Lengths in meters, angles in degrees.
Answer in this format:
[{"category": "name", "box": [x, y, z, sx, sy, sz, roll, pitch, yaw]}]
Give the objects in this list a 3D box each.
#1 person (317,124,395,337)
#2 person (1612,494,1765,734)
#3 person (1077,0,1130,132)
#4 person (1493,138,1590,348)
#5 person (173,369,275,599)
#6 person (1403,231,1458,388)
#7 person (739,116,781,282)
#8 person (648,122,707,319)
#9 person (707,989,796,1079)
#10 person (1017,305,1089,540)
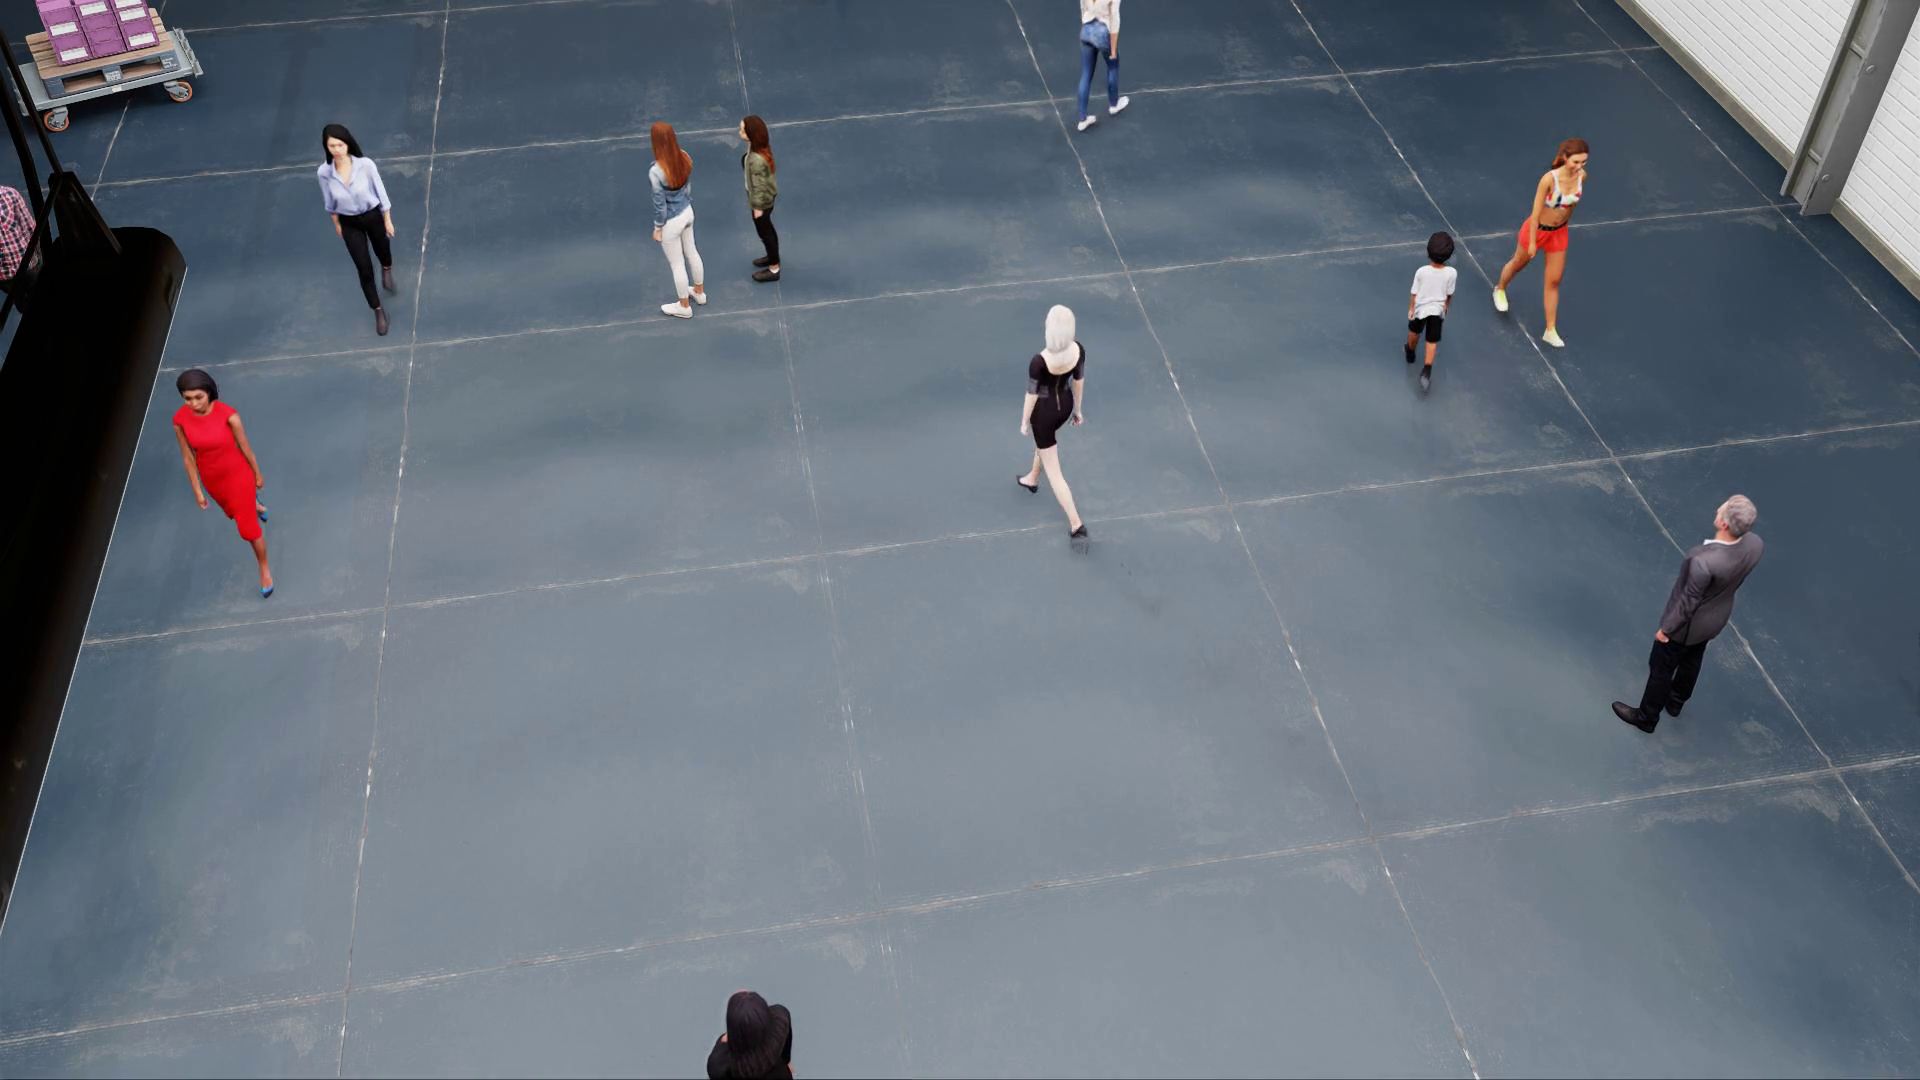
[{"category": "person", "box": [-4.742, -2.565, 13.256, 0.739, 1.727, 1.055, -12, 45, -13]}, {"category": "person", "box": [4.420, 0.441, 10.019, 0.805, 1.840, 0.745, -23, 48, -23]}, {"category": "person", "box": [1.230, -4.588, 15.399, 0.958, 1.699, 1.010, 27, 50, 26]}, {"category": "person", "box": [4.567, -2.439, 13.122, 0.656, 1.729, 1.142, -9, 44, -10]}, {"category": "person", "box": [-4.850, -0.456, 11.051, 0.573, 1.715, 1.031, -6, 44, -7]}, {"category": "person", "box": [3.617, -1.763, 12.765, 0.662, 1.242, 0.894, 6, 44, 6]}, {"category": "person", "box": [-1.631, -2.821, 13.707, 0.627, 1.475, 0.429, -6, 44, -6]}, {"category": "person", "box": [-2.262, -2.551, 13.260, 0.750, 1.702, 0.662, 20, 47, 20]}, {"category": "person", "box": [-0.948, 2.607, 7.832, 0.705, 1.721, 0.684, 34, 53, 30]}, {"category": "person", "box": [0.671, -0.773, 11.329, 0.902, 1.791, 1.214, -24, 49, -24]}]
